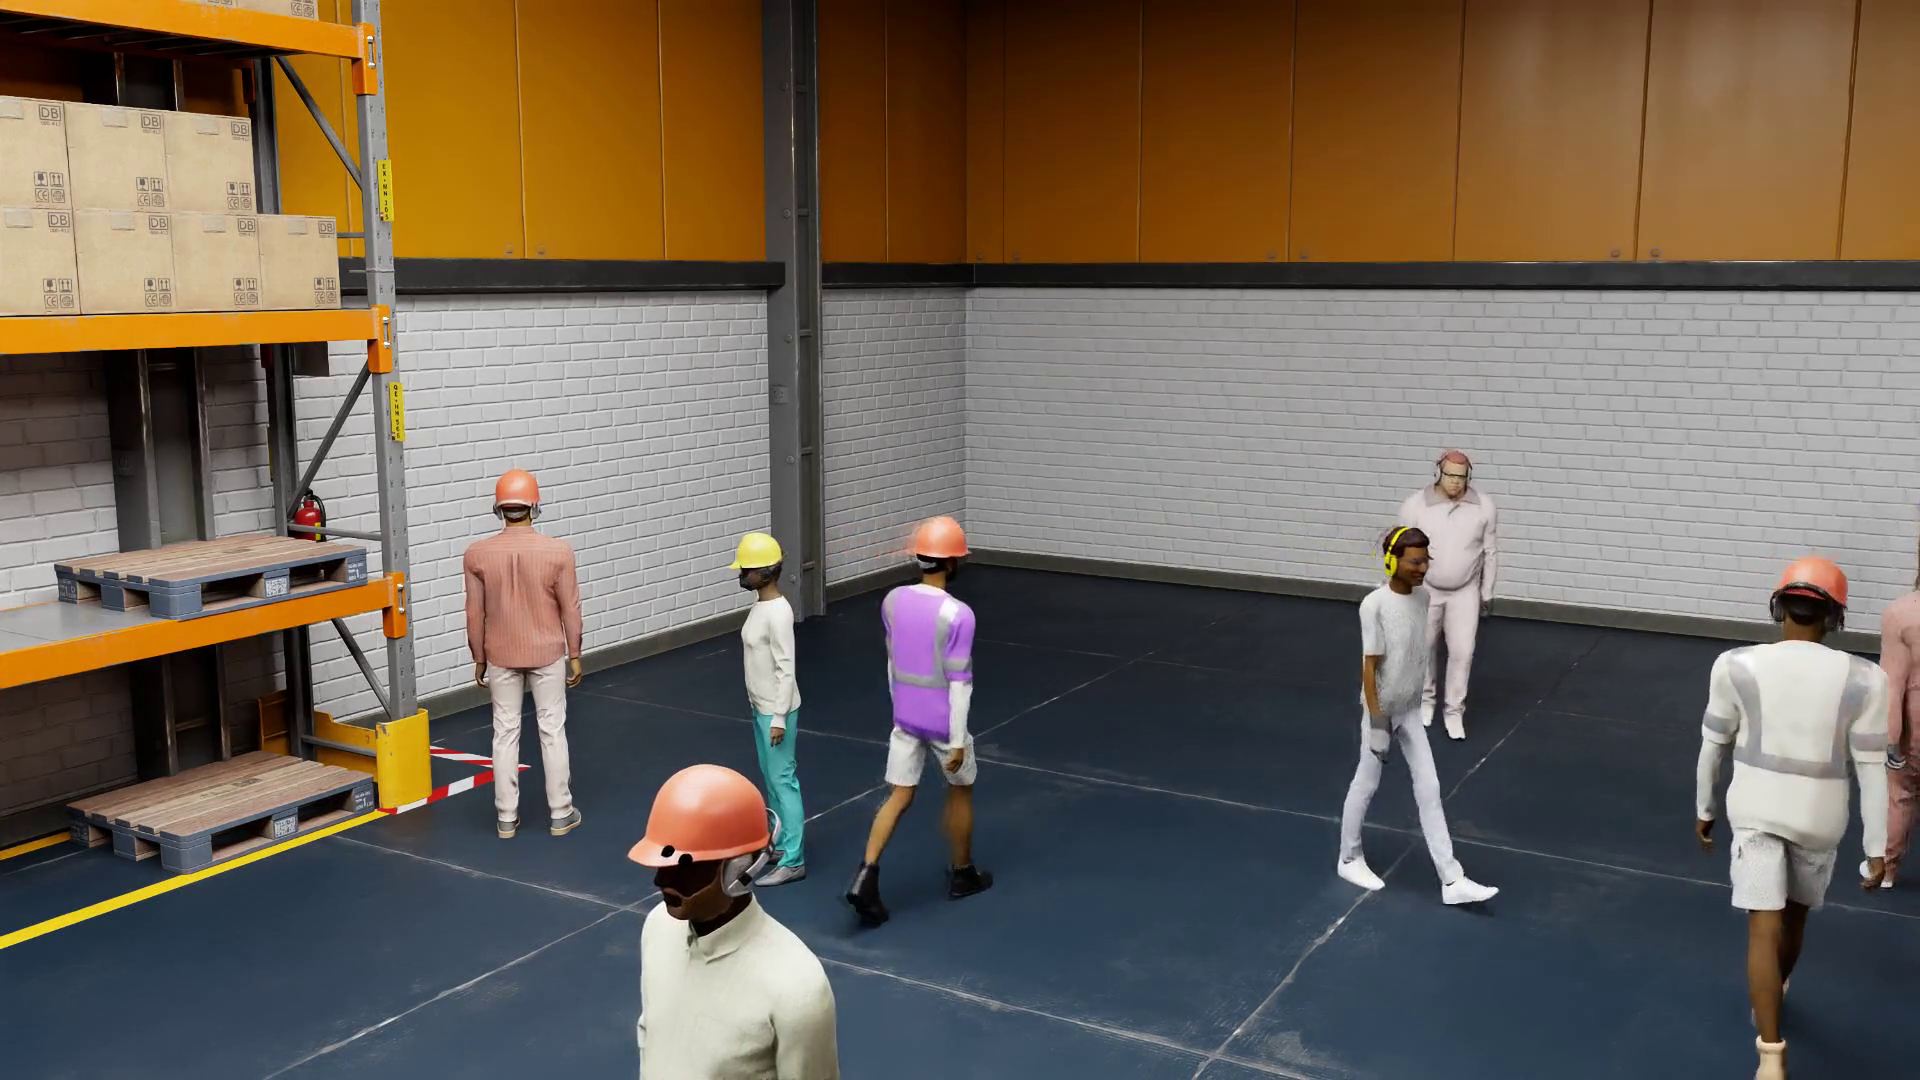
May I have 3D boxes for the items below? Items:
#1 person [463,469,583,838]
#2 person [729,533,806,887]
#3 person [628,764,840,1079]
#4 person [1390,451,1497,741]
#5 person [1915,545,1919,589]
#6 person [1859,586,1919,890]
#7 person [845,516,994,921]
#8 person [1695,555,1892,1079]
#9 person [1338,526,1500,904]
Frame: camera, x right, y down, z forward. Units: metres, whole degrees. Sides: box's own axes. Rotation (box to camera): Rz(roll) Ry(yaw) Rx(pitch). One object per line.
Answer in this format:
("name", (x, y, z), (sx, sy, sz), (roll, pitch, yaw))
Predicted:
("person", (-2.329, 0.612, 8.934), (0.611, 1.997, 0.375), (-1, 9, -5))
("person", (-0.963, 0.836, 8.268), (0.328, 1.765, 0.532), (-3, 10, -18))
("person", (-0.517, 1.457, 3.666), (0.612, 1.995, 0.393), (9, 13, 43))
("person", (3.164, 0.361, 10.883), (0.686, 1.870, 0.807), (2, 9, 13))
("person", (7.042, 0.268, 11.676), (0.583, 1.811, 0.904), (5, 10, 29))
("person", (4.635, 0.856, 7.833), (0.645, 1.869, 0.940), (2, 9, 14))
("person", (-0.185, 0.840, 7.809), (0.548, 1.911, 0.905), (6, 11, 35))
("person", (3.148, 1.049, 6.326), (0.638, 1.971, 1.067), (4, 10, 23))
("person", (2.156, 0.854, 7.944), (0.566, 1.825, 0.924), (-6, 11, -34))
